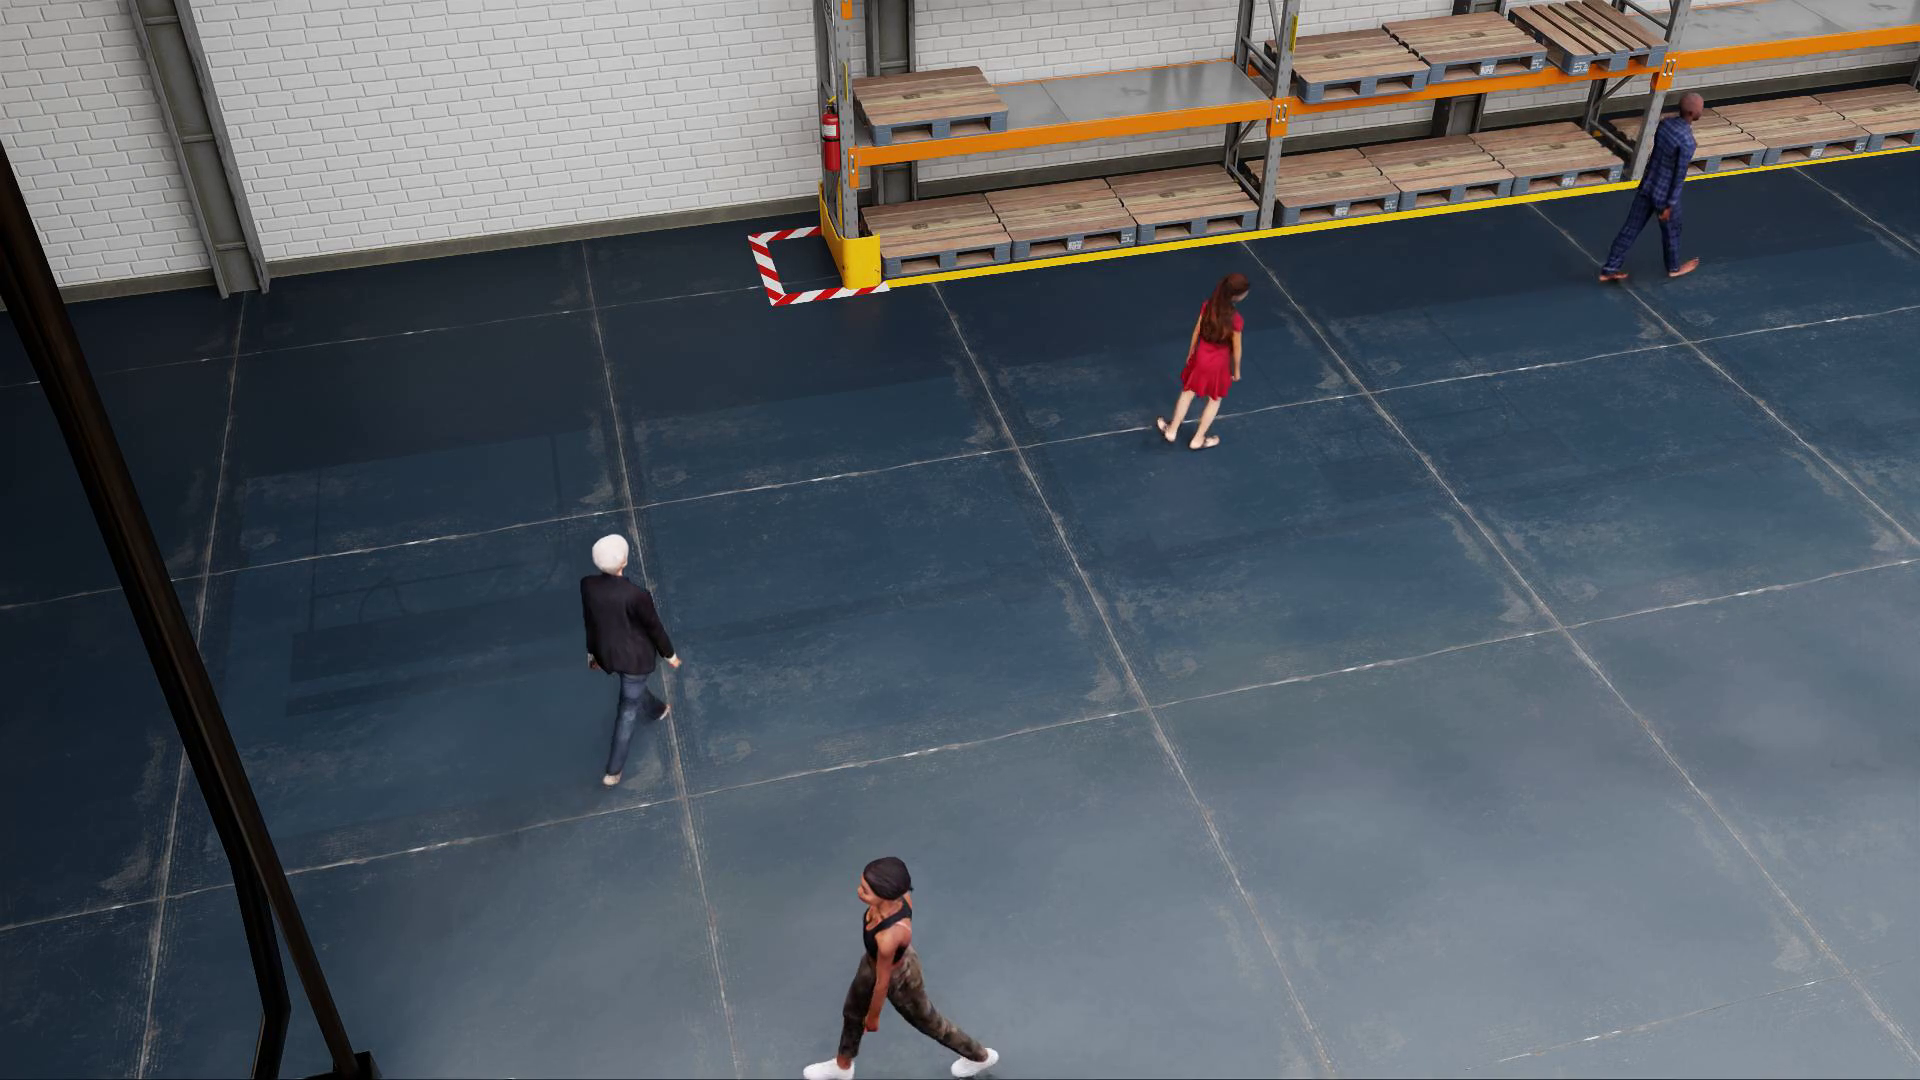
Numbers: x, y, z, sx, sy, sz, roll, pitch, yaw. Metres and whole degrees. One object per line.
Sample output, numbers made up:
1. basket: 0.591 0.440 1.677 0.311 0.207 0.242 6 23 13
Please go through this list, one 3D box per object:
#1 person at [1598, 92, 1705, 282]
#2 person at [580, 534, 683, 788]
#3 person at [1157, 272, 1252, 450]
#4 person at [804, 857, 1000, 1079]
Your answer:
1. person: 6.023 -3.013 14.472 1.159 1.764 0.702 -12 40 -15
2. person: -2.045 0.788 9.982 1.239 1.747 1.183 18 42 21
3. person: 1.869 -1.340 12.573 0.863 1.521 0.904 14 41 17
4. person: -0.225 2.149 8.098 1.270 1.653 0.770 -2 39 -2
